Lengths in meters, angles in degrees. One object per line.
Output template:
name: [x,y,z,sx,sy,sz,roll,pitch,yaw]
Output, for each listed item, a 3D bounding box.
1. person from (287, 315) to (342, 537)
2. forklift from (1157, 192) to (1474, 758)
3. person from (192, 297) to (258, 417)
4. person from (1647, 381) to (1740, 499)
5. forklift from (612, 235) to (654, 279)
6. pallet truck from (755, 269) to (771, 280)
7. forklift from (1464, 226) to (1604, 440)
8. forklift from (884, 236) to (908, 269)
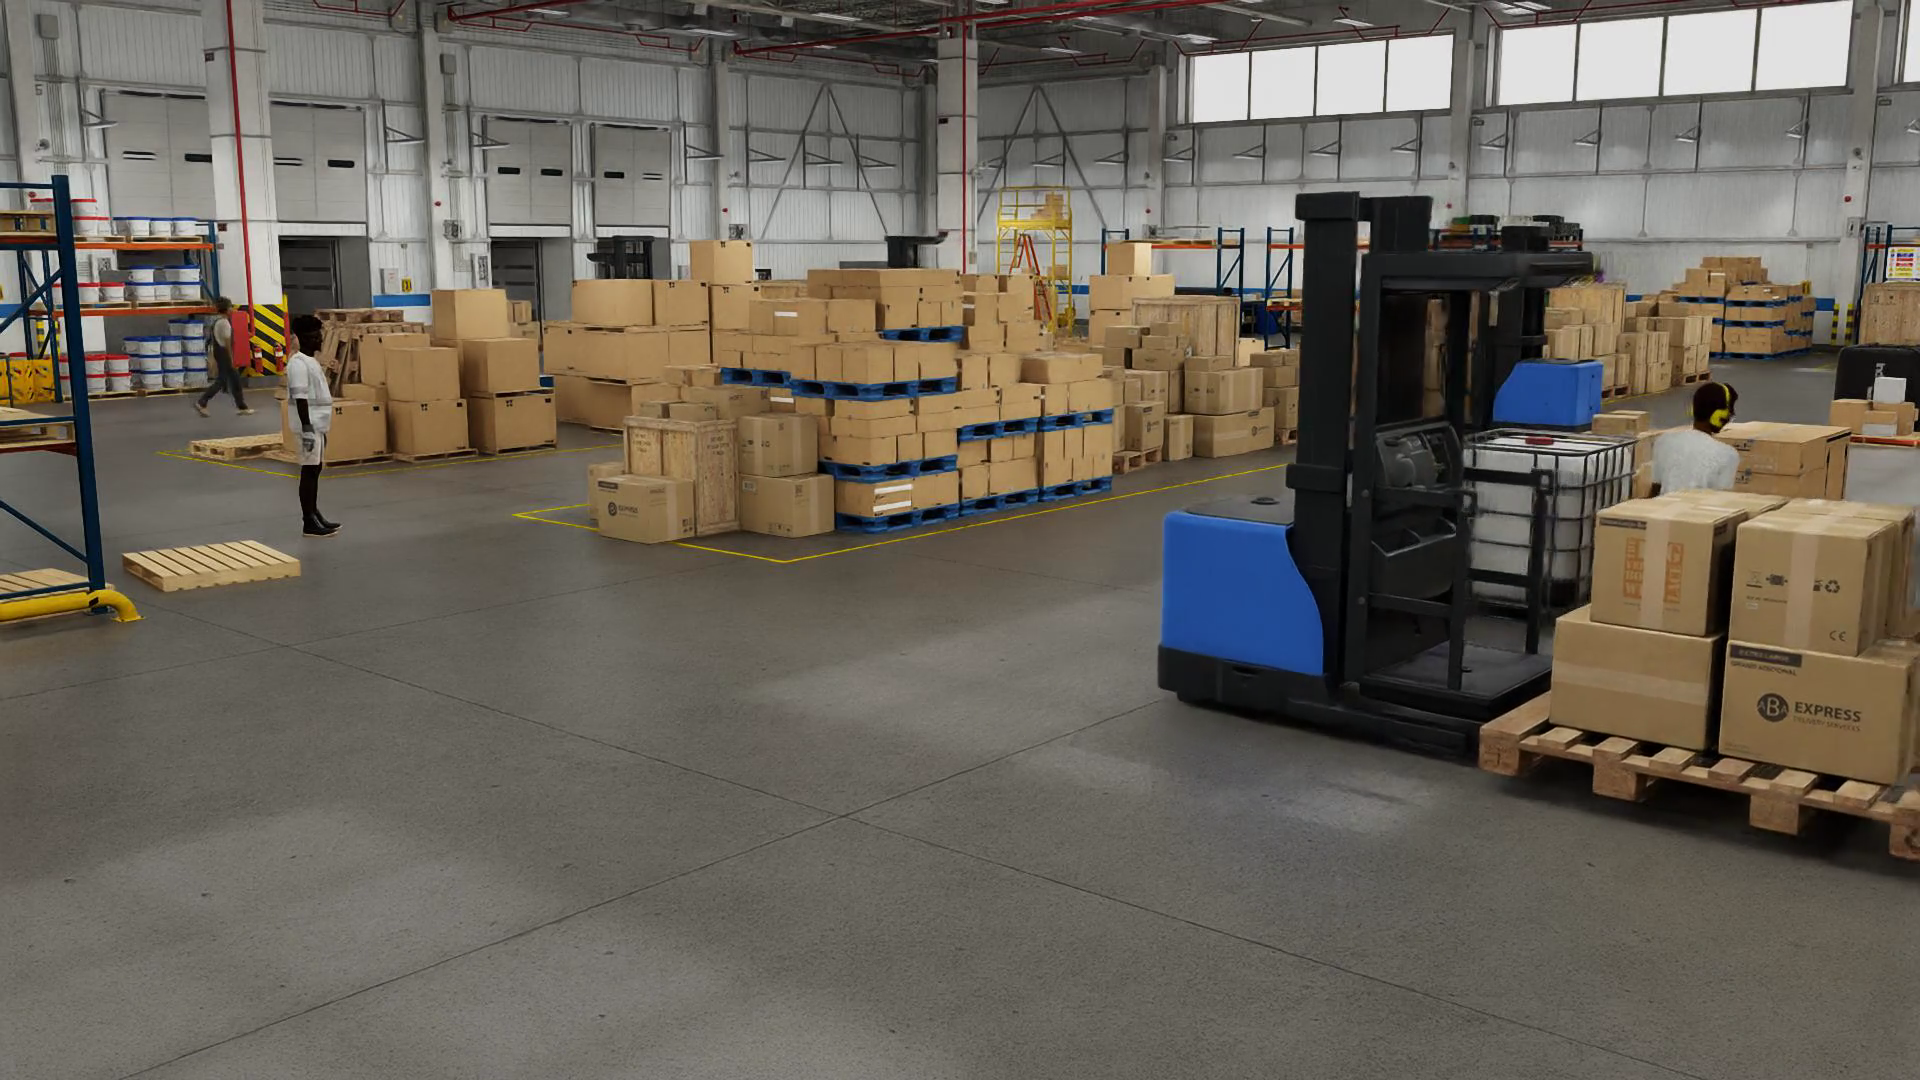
person: [-5.739,-1.008,14.732,0.367,1.966,0.607,-2,10,-12]
forklift: [2.127,-0.454,8.974,1.873,2.768,1.129,8,13,40]
person: [-11.214,-2.763,25.193,0.888,1.818,0.521,-6,12,-32]
person: [3.936,0.047,9.106,0.656,1.837,0.536,-9,13,-42]
forklift: [-7.300,-5.450,37.421,1.873,2.768,1.129,8,13,40]
pallet truck: [-4.996,-6.432,45.525,1.885,1.965,0.823,-6,12,-32]
forklift: [7.339,-2.688,21.696,1.873,2.768,1.129,8,13,40]
forklift: [-1.486,-5.793,39.376,1.873,2.768,1.129,2,10,12]
